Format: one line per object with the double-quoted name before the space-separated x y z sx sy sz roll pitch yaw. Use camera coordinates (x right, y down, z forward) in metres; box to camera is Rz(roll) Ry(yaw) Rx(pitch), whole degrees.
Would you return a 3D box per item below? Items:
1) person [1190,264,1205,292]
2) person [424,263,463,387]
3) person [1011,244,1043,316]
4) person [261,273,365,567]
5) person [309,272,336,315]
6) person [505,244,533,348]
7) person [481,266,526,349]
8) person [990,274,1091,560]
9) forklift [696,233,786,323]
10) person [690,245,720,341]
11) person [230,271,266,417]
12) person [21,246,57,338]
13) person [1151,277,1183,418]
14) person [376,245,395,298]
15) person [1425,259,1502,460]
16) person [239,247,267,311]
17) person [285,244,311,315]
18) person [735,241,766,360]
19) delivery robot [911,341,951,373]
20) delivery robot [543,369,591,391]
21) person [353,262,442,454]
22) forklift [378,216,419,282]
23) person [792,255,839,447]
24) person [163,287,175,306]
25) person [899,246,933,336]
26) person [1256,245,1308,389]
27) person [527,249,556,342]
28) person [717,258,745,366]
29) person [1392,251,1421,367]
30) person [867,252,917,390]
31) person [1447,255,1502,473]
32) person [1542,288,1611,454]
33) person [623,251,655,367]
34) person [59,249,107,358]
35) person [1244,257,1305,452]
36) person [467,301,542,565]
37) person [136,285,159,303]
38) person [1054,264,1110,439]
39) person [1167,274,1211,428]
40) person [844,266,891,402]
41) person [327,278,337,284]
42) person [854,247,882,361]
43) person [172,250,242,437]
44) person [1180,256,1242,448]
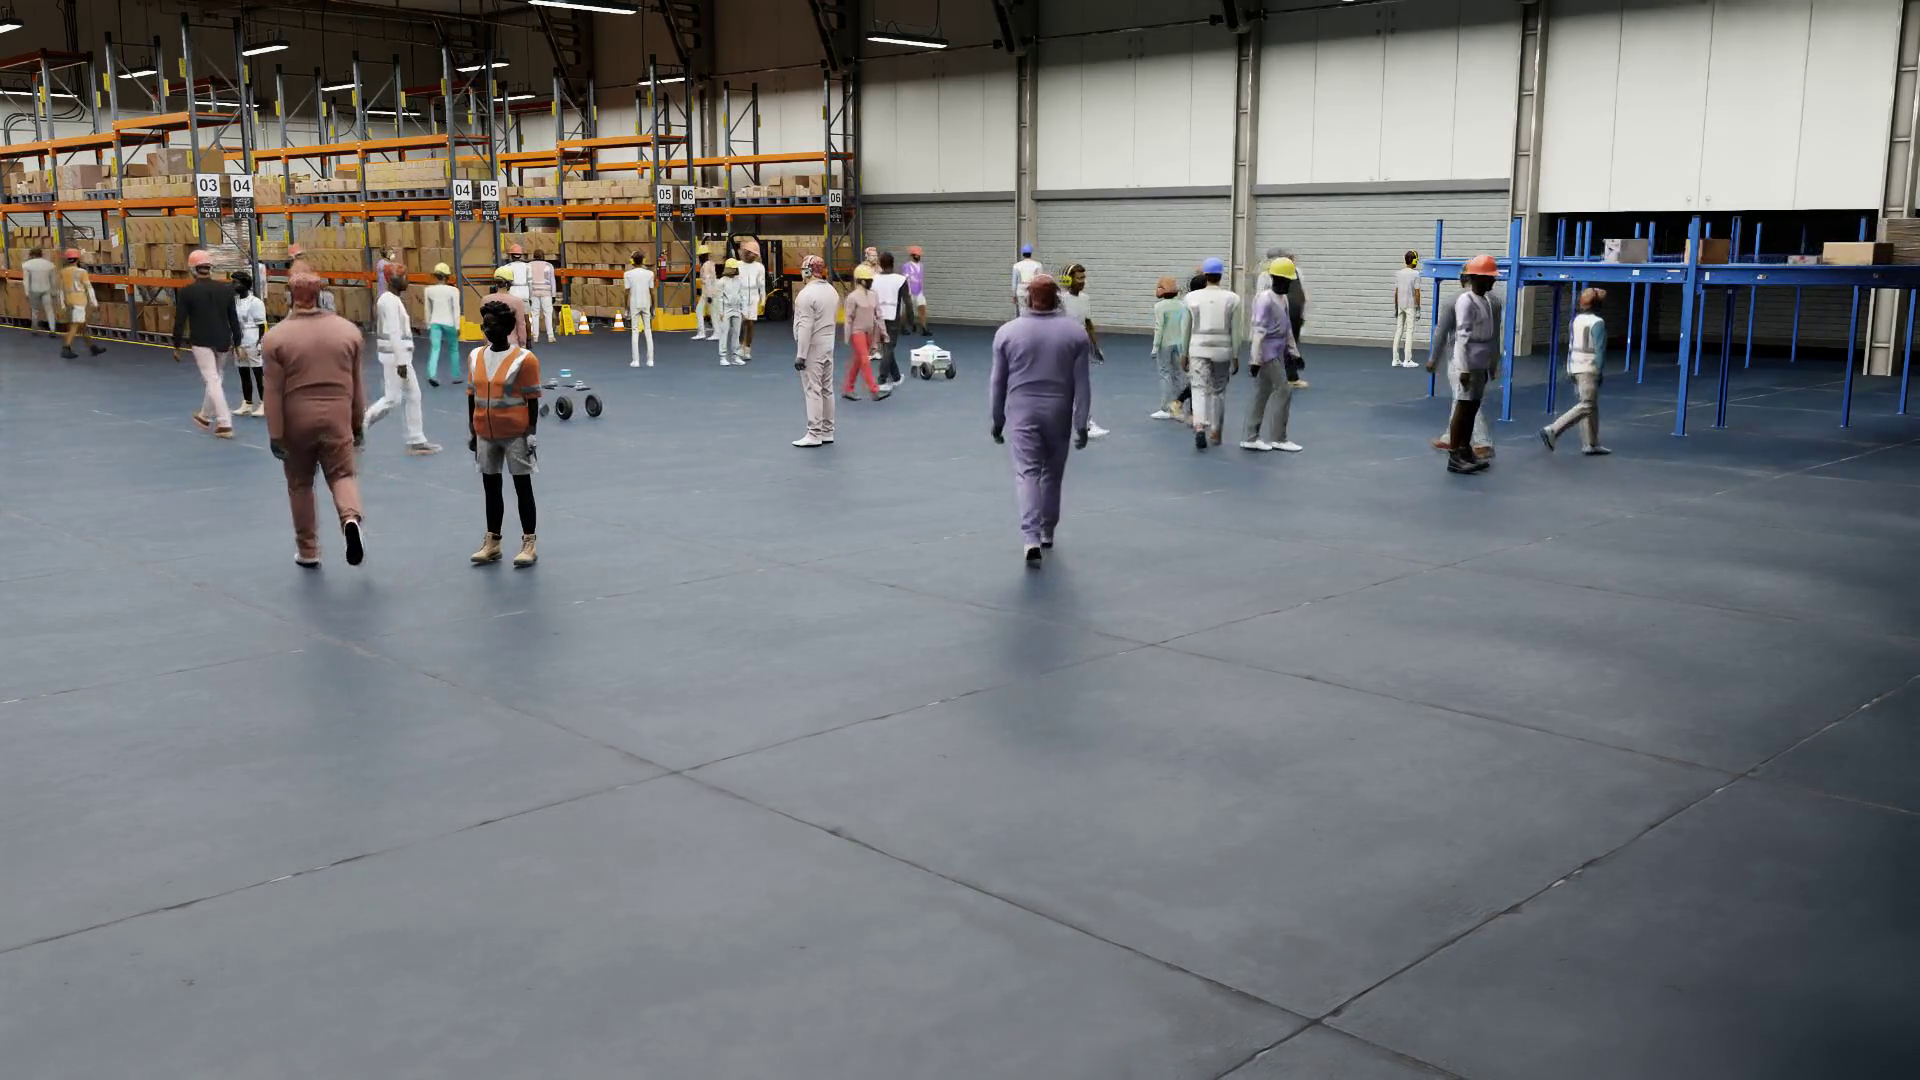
"person" 4.109 -3.860 28.208 0.528 1.627 0.352 7 13 35
"person" -7.330 -3.051 23.523 0.532 1.728 0.883 1 10 4
"person" 1.326 -4.830 32.652 0.640 1.932 0.444 1 10 4
"person" -4.044 -0.739 10.480 0.642 1.879 0.731 -7 13 -34
"person" -9.157 -3.019 23.726 0.512 1.589 0.841 -4 11 -21
"person" -8.281 -4.560 31.176 0.543 1.938 0.357 -7 13 -35
"person" -5.209 -2.245 19.048 0.517 1.757 0.336 1 10 7
"person" 0.531 -0.818 10.998 0.652 1.861 1.018 0 10 -1
"forklift" -5.496 -6.489 41.108 2.313 2.155 1.214 -10 14 -44
"person" -5.180 -4.985 33.585 0.738 1.900 0.590 1 10 5
"person" -8.326 -2.285 19.425 0.541 1.695 0.316 5 12 26
"person" -19.024 -5.127 34.427 0.648 1.890 1.034 -10 14 -43
"person" 2.408 -2.237 19.336 0.504 1.631 0.279 -10 14 -44
"person" -10.430 -4.411 30.360 0.372 1.940 0.629 -2 10 -8
"person" 4.830 -1.718 15.832 0.632 1.894 1.003 -5 11 -25
"person" -14.139 -4.899 33.233 0.575 1.868 0.457 -7 12 -33
"person" -11.656 -4.217 29.291 1.038 1.939 0.611 2 11 11
"person" -3.591 -4.045 28.192 0.659 1.999 0.649 -4 11 -20
"delivery robot" -0.438 -2.729 24.825 0.477 0.478 0.707 -6 12 -30
"delivery robot" -4.621 -1.886 19.521 0.698 0.223 0.335 9 14 41
"person" -5.503 -1.735 16.011 0.817 1.856 0.582 -2 11 -10
"forklift" -17.868 -9.201 54.028 1.873 2.768 1.129 -10 14 -44
"person" -1.477 -1.901 16.762 0.407 1.908 0.641 5 11 23
"person" -20.335 -6.666 43.016 0.628 1.816 0.600 10 14 44
"person" -0.968 -5.290 35.291 0.557 1.893 0.978 -9 14 -41
"person" 4.530 -3.080 22.940 0.855 2.000 0.535 -4 11 -18
"person" -8.339 -4.857 33.055 0.624 1.845 0.430 0 10 -2
"person" -3.739 -3.734 27.220 0.486 1.737 0.344 -9 14 -40
"person" 7.228 -3.729 26.861 0.311 1.863 0.510 -8 13 -38
"person" -0.934 -3.019 22.959 0.605 1.863 1.013 5 12 26
"person" 4.639 -1.581 14.944 0.384 1.935 0.558 8 13 37
"person" 5.993 -1.622 16.033 0.674 1.615 0.521 -1 10 -3
"person" -5.192 -3.745 26.952 0.512 1.865 0.335 -4 11 -21
"person" -15.336 -4.105 28.894 0.550 1.883 1.027 4 11 22
"person" 3.131 -1.802 16.259 0.742 1.889 0.578 4 11 22
"person" -2.938 -0.685 10.701 0.532 1.697 0.319 3 11 17
"person" -19.881 -6.353 40.688 0.551 2.033 0.625 7 12 32
"person" 1.172 -1.998 17.581 1.016 1.813 0.507 8 13 38
"person" 2.593 -2.077 18.319 0.395 1.684 0.543 5 11 25
"person" -1.193 -2.612 21.160 0.933 1.714 0.532 8 13 37
"person" -17.785 -7.438 47.128 0.429 1.842 0.635 -2 11 -12
"person" -1.503 -4.000 28.210 0.408 1.905 0.653 8 13 38
"person" -8.026 -2.083 17.638 1.005 1.939 0.649 8 13 37
"person" 2.512 -1.883 16.670 0.612 1.925 0.865 1 10 7
